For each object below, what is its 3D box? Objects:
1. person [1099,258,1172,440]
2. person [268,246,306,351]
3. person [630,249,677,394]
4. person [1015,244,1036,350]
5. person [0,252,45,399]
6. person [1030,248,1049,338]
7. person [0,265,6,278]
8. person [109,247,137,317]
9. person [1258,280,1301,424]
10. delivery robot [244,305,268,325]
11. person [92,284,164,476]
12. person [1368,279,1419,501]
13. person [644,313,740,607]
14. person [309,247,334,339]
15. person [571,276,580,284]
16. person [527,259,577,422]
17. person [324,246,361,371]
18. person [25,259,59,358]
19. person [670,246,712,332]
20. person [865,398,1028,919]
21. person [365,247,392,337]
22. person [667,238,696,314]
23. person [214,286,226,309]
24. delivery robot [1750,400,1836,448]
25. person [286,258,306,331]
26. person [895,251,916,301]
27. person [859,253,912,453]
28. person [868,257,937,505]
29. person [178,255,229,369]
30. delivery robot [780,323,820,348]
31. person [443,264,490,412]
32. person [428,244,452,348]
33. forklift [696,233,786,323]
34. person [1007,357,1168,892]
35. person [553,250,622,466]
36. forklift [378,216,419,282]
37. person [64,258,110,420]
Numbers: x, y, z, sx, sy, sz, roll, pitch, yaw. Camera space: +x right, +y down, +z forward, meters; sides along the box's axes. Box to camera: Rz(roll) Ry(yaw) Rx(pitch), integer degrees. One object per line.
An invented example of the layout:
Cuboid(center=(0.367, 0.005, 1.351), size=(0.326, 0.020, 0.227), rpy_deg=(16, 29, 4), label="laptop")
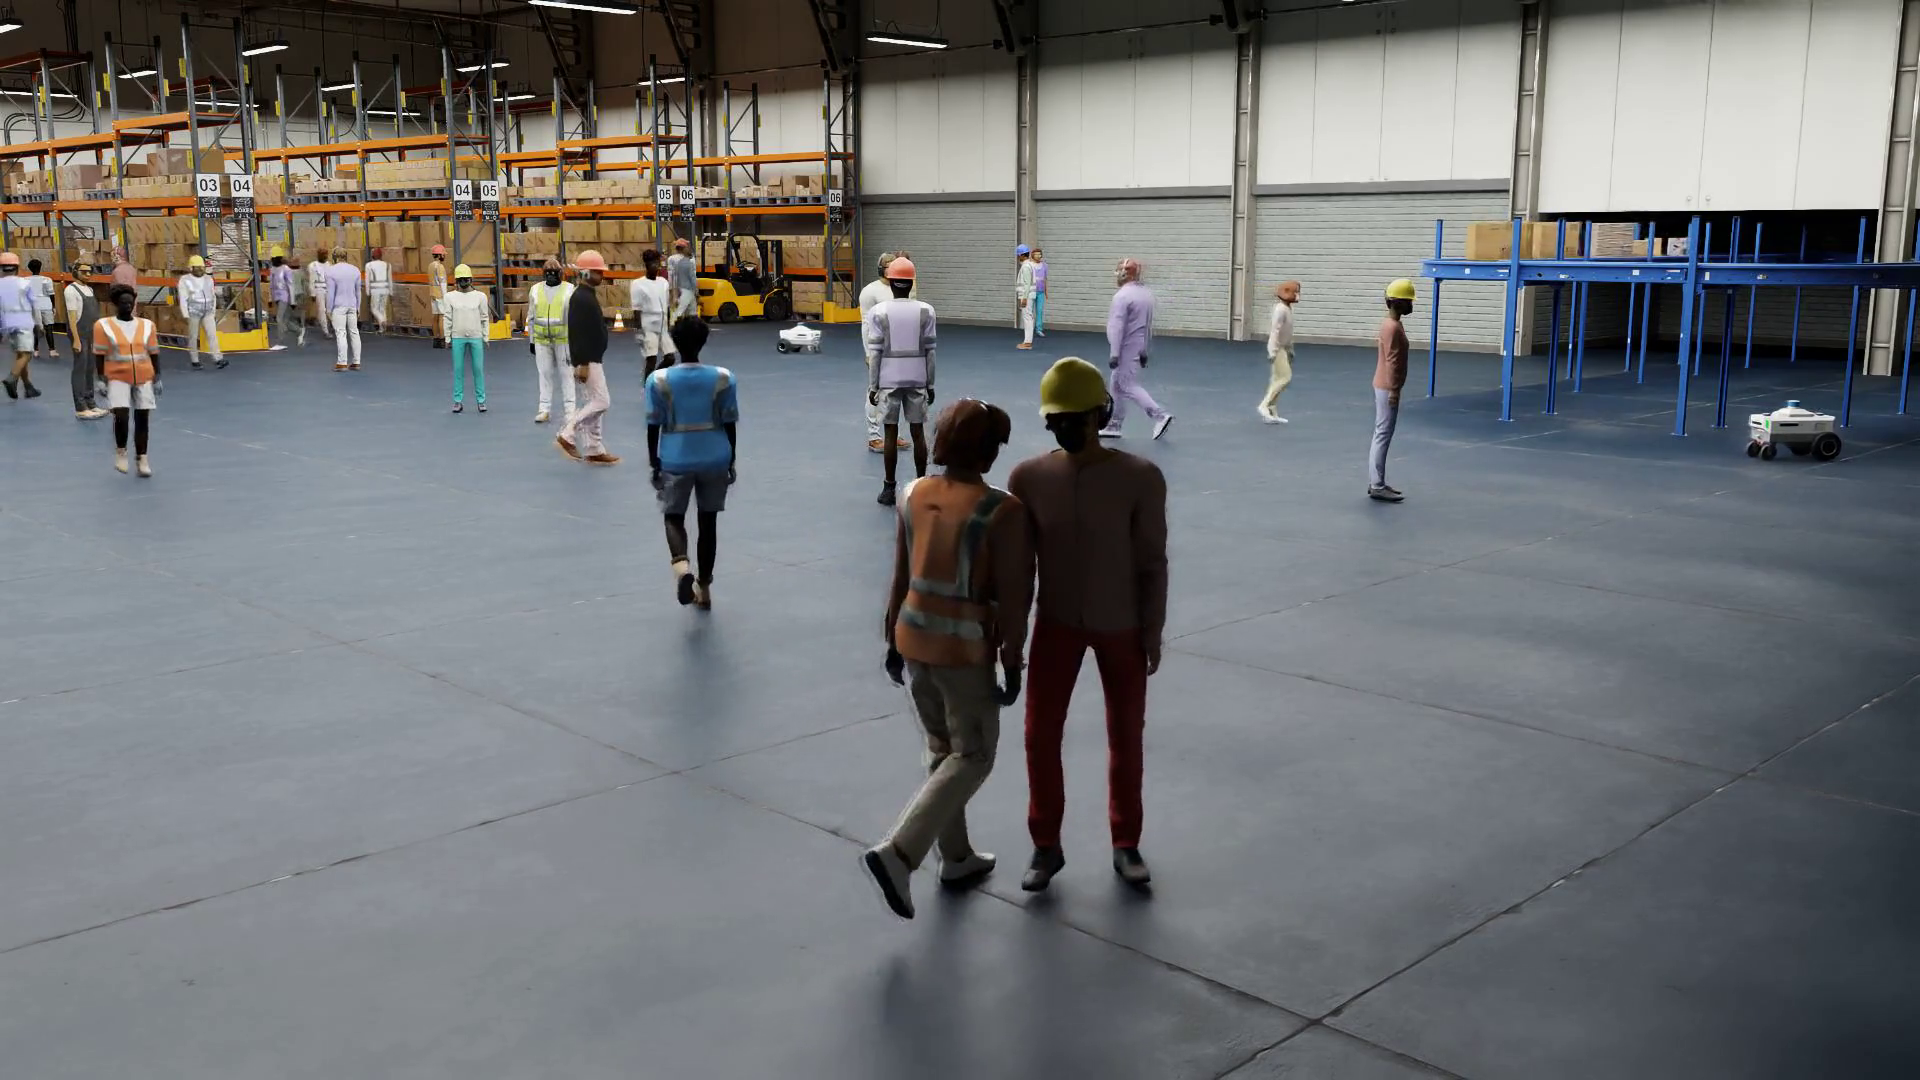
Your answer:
Cuboid(center=(1.790, -1.979, 17.270), size=(0.883, 1.879, 0.646), rpy_deg=(5, 11, 25), label="person")
Cuboid(center=(-12.558, -4.503, 30.949), size=(0.580, 1.908, 0.724), rpy_deg=(8, 13, 38), label="person")
Cuboid(center=(-3.754, -2.585, 20.379), size=(0.431, 1.943, 0.626), rpy_deg=(7, 13, 34), label="person")
Cuboid(center=(1.222, -4.536, 31.046), size=(0.409, 1.936, 0.602), rpy_deg=(1, 10, 7), label="person")
Cuboid(center=(-12.248, -2.774, 21.541), size=(0.554, 1.905, 0.864), rpy_deg=(-1, 10, -3), label="person")
Cuboid(center=(1.571, -5.143, 34.605), size=(0.571, 1.843, 0.373), rpy_deg=(-5, 11, -24), label="person")
Cuboid(center=(-21.704, -5.577, 37.542), size=(0.500, 1.636, 0.284), rpy_deg=(-9, 13, -39), label="person")
Cuboid(center=(-14.000, -3.932, 27.842), size=(0.403, 1.904, 0.652), rpy_deg=(-2, 11, -9), label="person")
Cuboid(center=(3.611, -2.107, 18.688), size=(0.375, 1.613, 0.508), rpy_deg=(4, 11, 21), label="person")
Cuboid(center=(-15.917, -5.073, 37.606), size=(0.477, 0.478, 0.707), rpy_deg=(-8, 13, -38), label="delivery robot")
Cuboid(center=(-7.272, -1.397, 14.586), size=(0.551, 1.685, 0.366), rpy_deg=(-10, 14, -42), label="person")
Cuboid(center=(3.487, -1.210, 13.379), size=(0.329, 1.765, 0.533), rpy_deg=(2, 11, 12), label="person")
Cuboid(center=(-1.489, -0.425, 9.330), size=(0.540, 1.682, 0.540), rpy_deg=(-3, 11, -15), label="person")
Cuboid(center=(-13.073, -5.075, 34.190), size=(0.444, 1.857, 0.623), rpy_deg=(7, 12, 33), label="person")
Cuboid(center=(-10.442, -7.096, 45.567), size=(0.483, 1.737, 0.320), rpy_deg=(4, 11, 19), label="person")
Cuboid(center=(-4.609, -2.261, 18.911), size=(0.625, 1.841, 0.429), rpy_deg=(0, 10, 2), label="person")
Cuboid(center=(-9.675, -3.629, 26.095), size=(0.369, 1.939, 0.631), rpy_deg=(7, 12, 33), label="person")
Cuboid(center=(-15.926, -4.002, 28.781), size=(0.535, 1.700, 0.318), rpy_deg=(-3, 11, -15), label="person")
Cuboid(center=(-5.839, -5.347, 35.627), size=(1.036, 1.888, 0.650), rpy_deg=(-6, 12, -30), label="person")
Cuboid(center=(-0.075, 0.368, 5.193), size=(0.542, 1.609, 0.658), rpy_deg=(9, 14, 42), label="person")
Cuboid(center=(-12.125, -5.183, 34.785), size=(0.576, 1.869, 0.582), rpy_deg=(-9, 14, -41), label="person")
Cuboid(center=(-6.048, -5.537, 36.216), size=(0.609, 2.043, 0.397), rpy_deg=(-1, 10, -6), label="person")
Cuboid(center=(-15.634, -5.226, 34.892), size=(0.865, 1.909, 0.556), rpy_deg=(8, 13, 38), label="person")
Cuboid(center=(7.950, -1.091, 15.889), size=(0.707, 0.478, 0.477), rpy_deg=(-1, 10, -3), label="delivery robot")
Cuboid(center=(-14.735, -5.422, 36.771), size=(0.812, 1.596, 0.531), rpy_deg=(9, 14, 42), label="person")
Cuboid(center=(-0.987, -4.135, 29.151), size=(0.429, 1.835, 0.634), rpy_deg=(2, 11, 12), label="person")
Cuboid(center=(-0.709, -1.850, 16.394), size=(0.373, 1.940, 0.628), rpy_deg=(9, 14, 42), label="person")
Cuboid(center=(-0.460, -1.254, 13.145), size=(0.550, 1.937, 0.357), rpy_deg=(-2, 11, -13), label="person")
Cuboid(center=(-11.929, -3.567, 26.165), size=(0.923, 1.781, 0.624), rpy_deg=(8, 13, 39), label="person")
Cuboid(center=(-2.884, -3.680, 30.012), size=(0.707, 0.478, 0.477), rpy_deg=(4, 11, 22), label="delivery robot")
Cuboid(center=(-5.928, -2.425, 20.000), size=(0.533, 1.767, 0.312), rpy_deg=(-3, 11, -16), label="person")
Cuboid(center=(-9.811, -4.603, 31.408), size=(0.358, 1.937, 0.548), rpy_deg=(-9, 14, -42), label="person")
Cuboid(center=(-5.496, -6.489, 41.108), size=(2.313, 2.155, 1.214), rpy_deg=(-10, 14, -44), label="forklift")
Cuboid(center=(0.400, 0.282, 5.298), size=(0.525, 1.732, 0.488), rpy_deg=(3, 11, 14), label="person")
Cuboid(center=(-3.417, -1.657, 15.243), size=(0.482, 1.979, 0.616), rpy_deg=(-1, 10, -7), label="person")
Cuboid(center=(-17.868, -9.201, 54.028), size=(1.873, 2.768, 1.129), rpy_deg=(-10, 14, -44), label="forklift")
Cuboid(center=(-10.164, -2.338, 19.318), size=(0.347, 1.842, 0.505), rpy_deg=(-1, 10, -3), label="person")
